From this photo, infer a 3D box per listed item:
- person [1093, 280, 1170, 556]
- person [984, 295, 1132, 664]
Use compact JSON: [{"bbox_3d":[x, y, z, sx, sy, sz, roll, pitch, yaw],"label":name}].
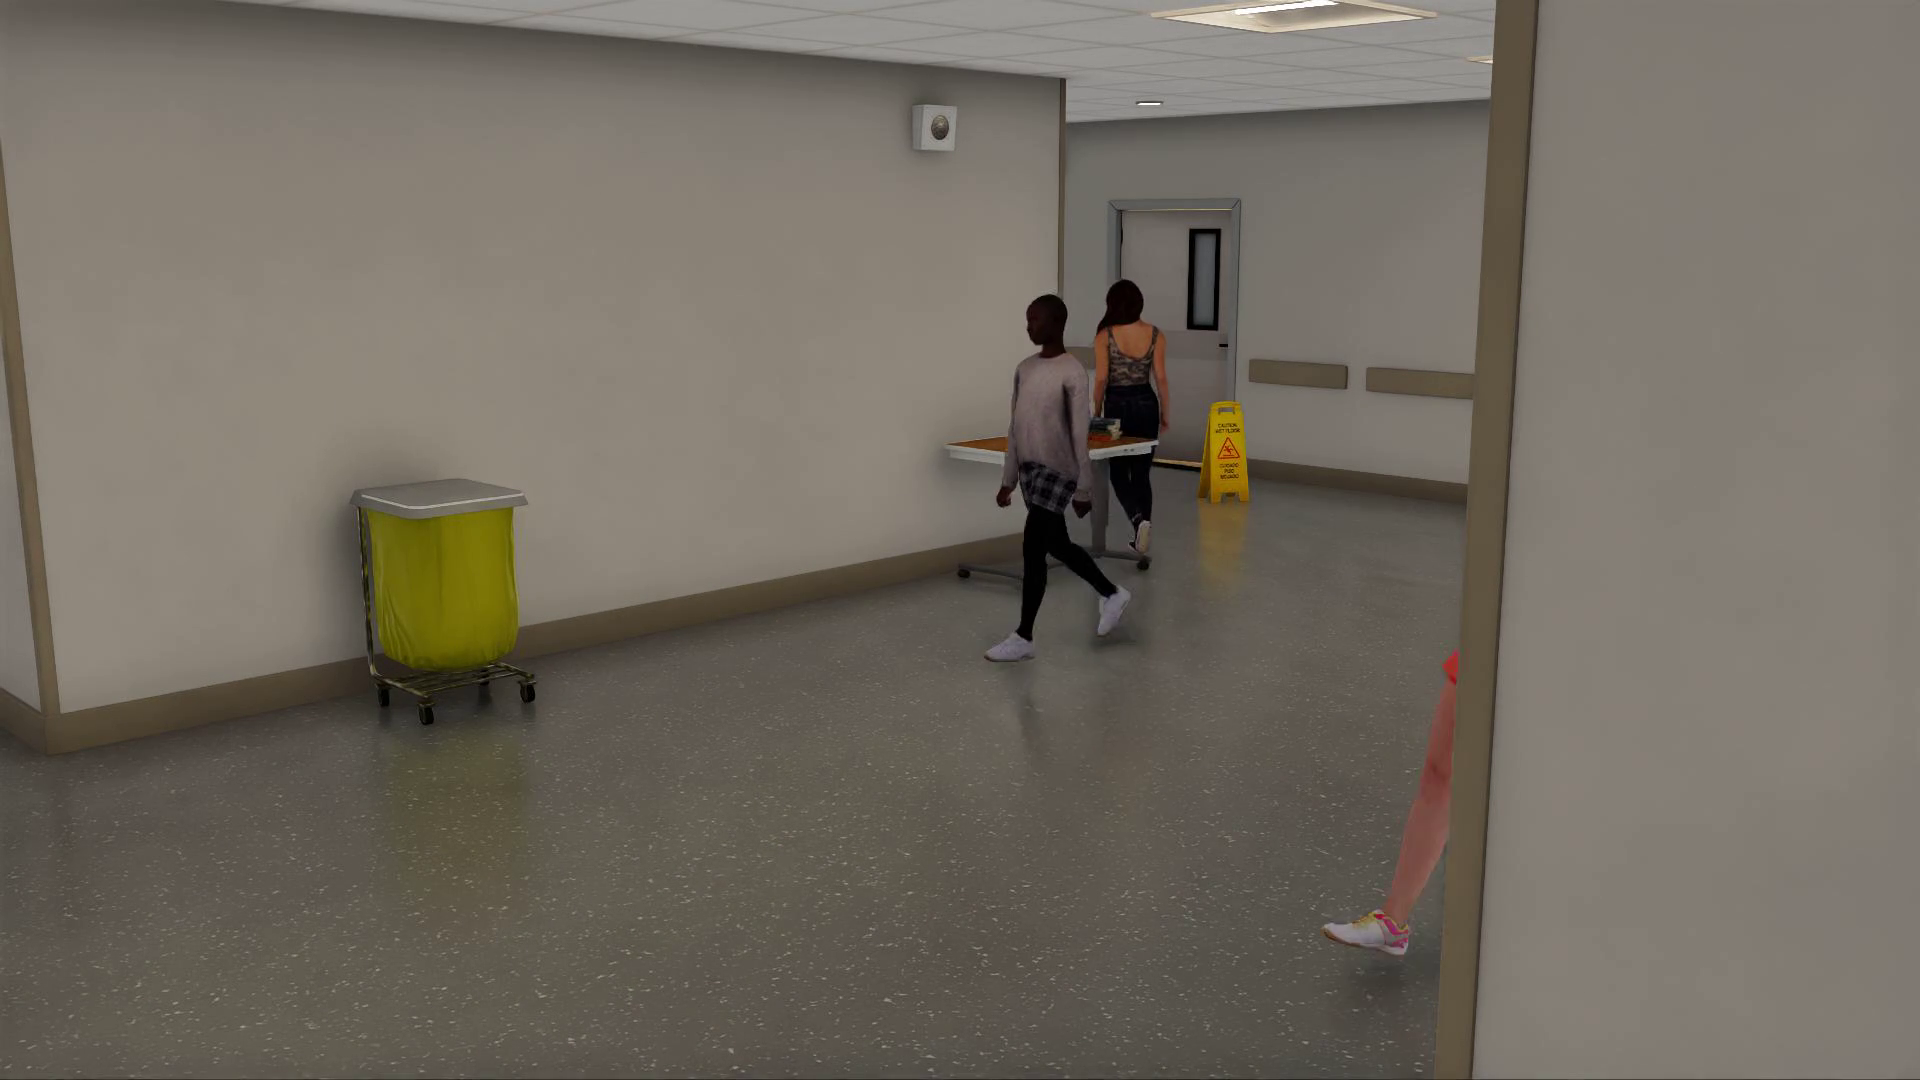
[{"bbox_3d":[1.070,-0.726,10.369,0.951,1.746,1.068,-1,11,-4],"label":"person"},{"bbox_3d":[0.510,-0.288,8.089,0.778,1.735,1.166,-8,13,-37],"label":"person"}]
